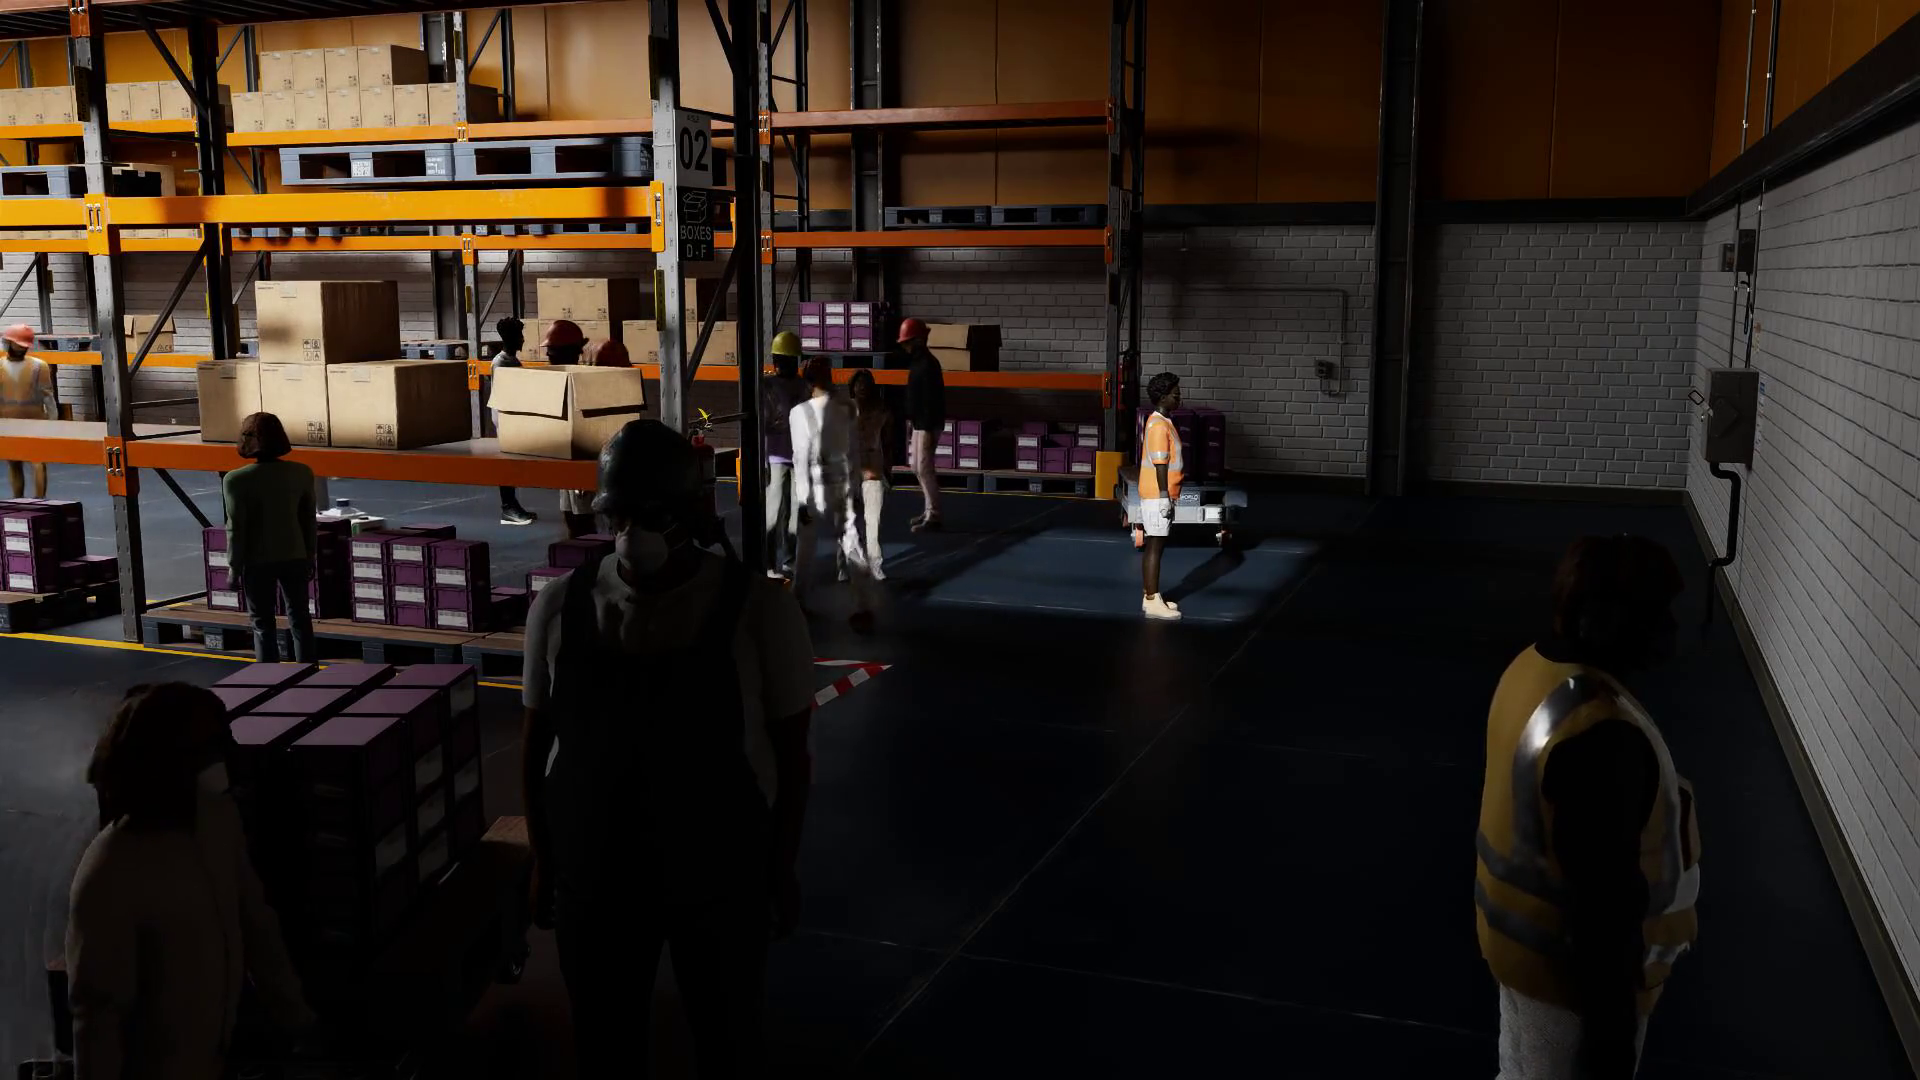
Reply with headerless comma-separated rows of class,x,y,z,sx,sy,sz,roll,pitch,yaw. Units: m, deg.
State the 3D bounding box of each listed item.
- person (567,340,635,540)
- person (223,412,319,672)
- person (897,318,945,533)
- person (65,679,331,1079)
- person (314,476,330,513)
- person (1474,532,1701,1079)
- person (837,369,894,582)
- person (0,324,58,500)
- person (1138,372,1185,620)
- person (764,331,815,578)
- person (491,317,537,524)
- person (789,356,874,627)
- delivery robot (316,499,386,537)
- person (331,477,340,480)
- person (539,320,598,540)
person,-2.519,-0.520,12.210,0.982,1.874,0.538,-3,9,-16
person,-3.673,0.133,8.896,0.281,1.634,0.500,8,12,40
person,-0.320,-1.047,15.258,0.520,1.966,0.650,-2,9,-15
person,-1.538,1.044,3.308,0.847,1.587,0.514,0,9,-1
person,-6.121,-0.995,15.377,0.624,1.834,0.430,-5,10,-29
person,1.299,0.894,3.477,0.429,1.840,0.630,1,9,6
person,-0.762,-0.496,12.825,0.514,1.641,0.309,-2,9,-13
person,-8.920,-1.092,15.797,0.637,1.891,0.641,-3,10,-19
person,1.389,-0.308,11.467,0.318,1.696,0.536,1,9,4
person,-1.340,-0.651,12.903,0.382,1.924,0.594,8,12,41
person,-4.255,-1.134,15.813,0.361,1.965,0.612,-1,9,-4
person,-0.896,-0.330,11.236,0.606,1.824,1.044,-7,11,-38
delivery robot,-4.953,-0.089,13.374,0.707,0.478,0.477,6,11,33
person,-7.390,-1.583,19.052,0.922,1.826,0.540,-1,9,-4
person,-2.754,-0.531,11.783,0.389,2.045,0.606,-5,10,-29
